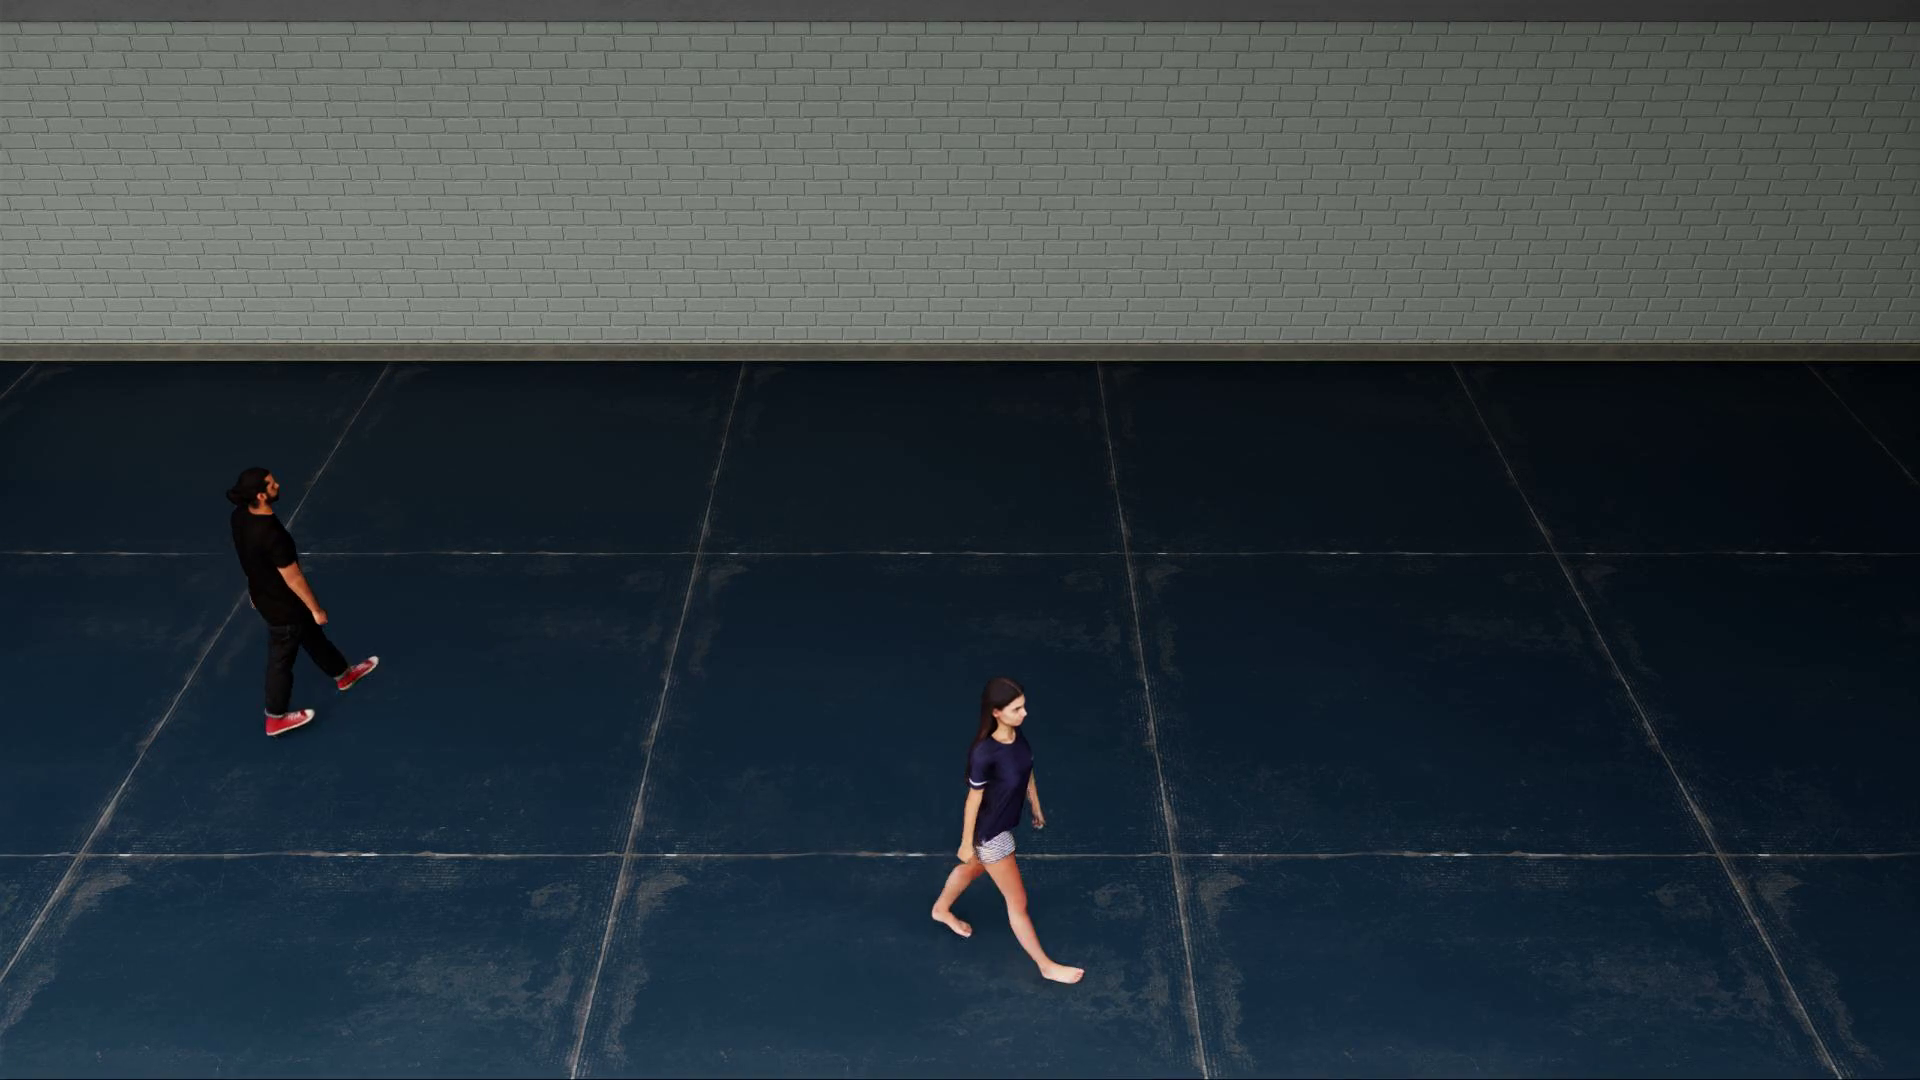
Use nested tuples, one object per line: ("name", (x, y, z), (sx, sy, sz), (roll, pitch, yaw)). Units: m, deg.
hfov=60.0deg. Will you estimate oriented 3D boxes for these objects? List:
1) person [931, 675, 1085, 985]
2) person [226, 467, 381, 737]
("person", (0.089, 1.367, 8.100), (1.007, 1.716, 1.145), (15, 36, 22))
("person", (-3.998, 0.398, 9.583), (1.108, 1.724, 1.054), (-28, 42, -36))
